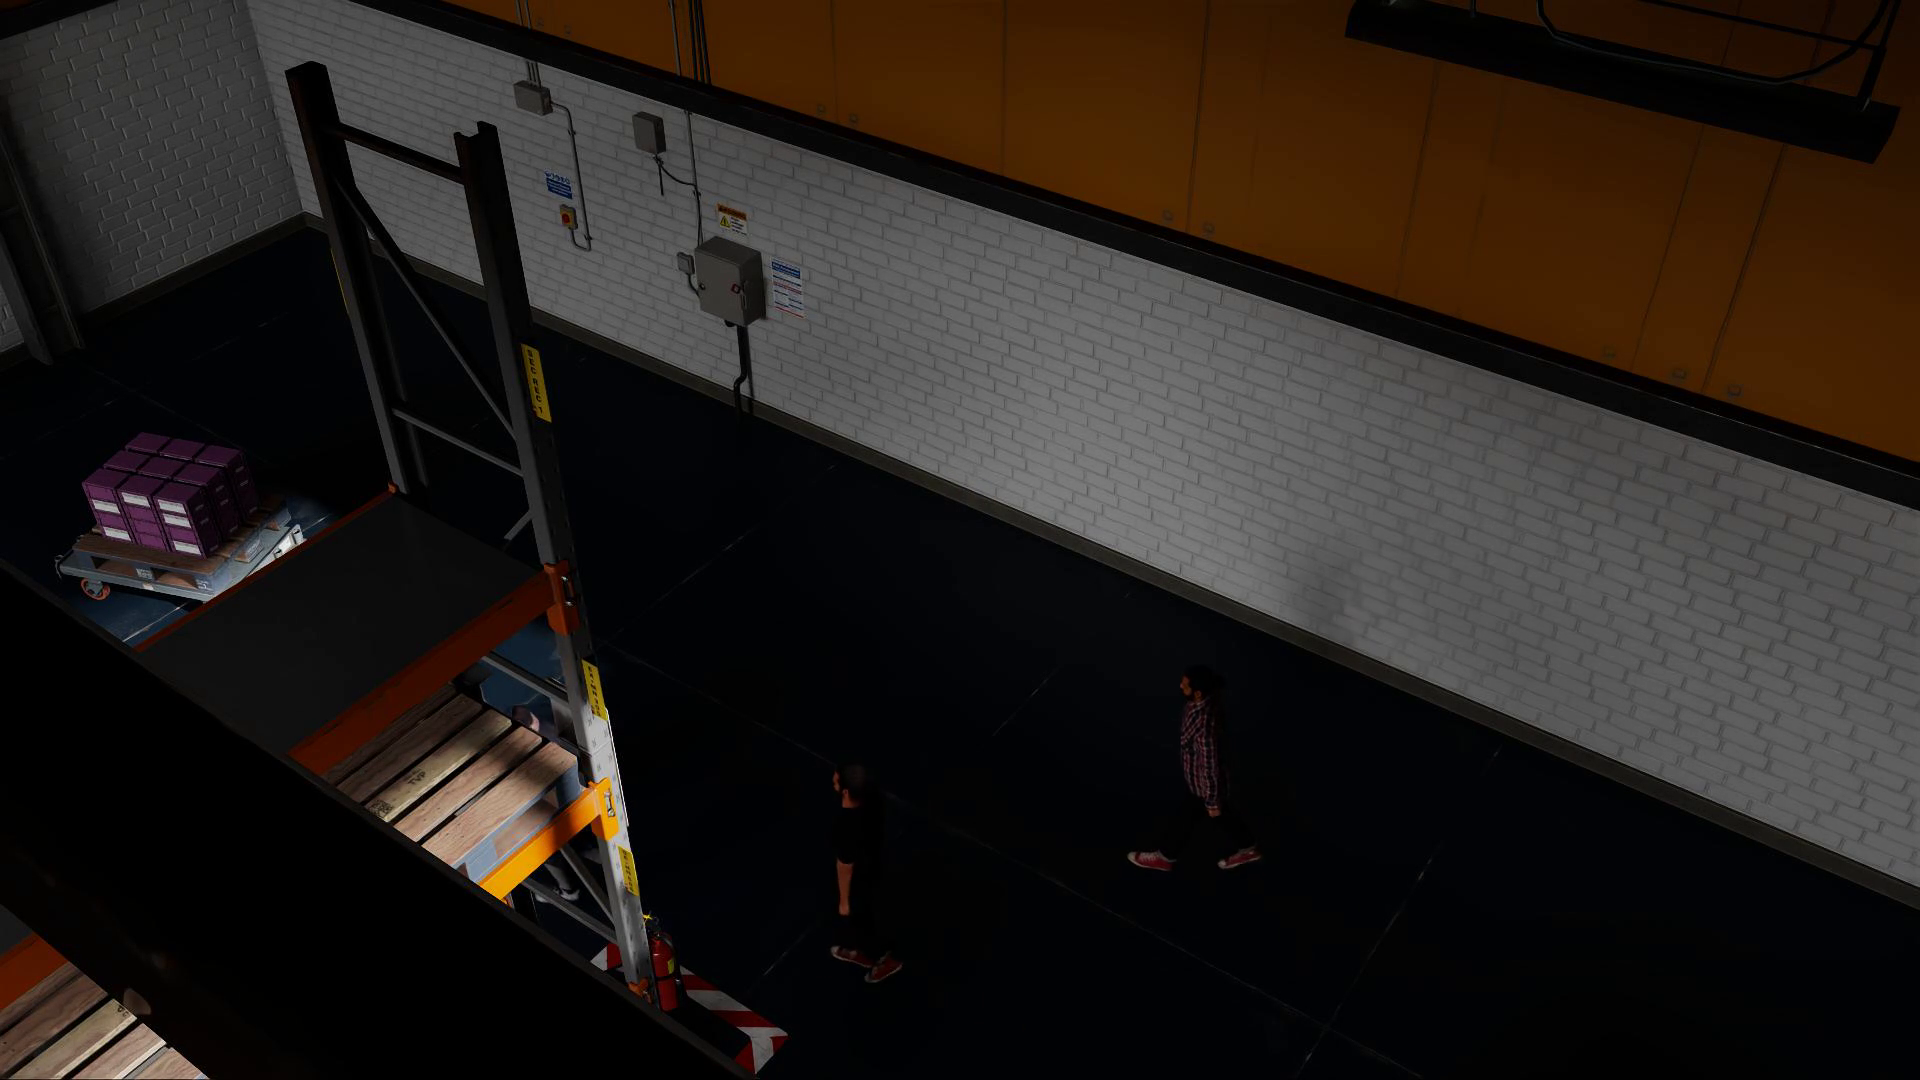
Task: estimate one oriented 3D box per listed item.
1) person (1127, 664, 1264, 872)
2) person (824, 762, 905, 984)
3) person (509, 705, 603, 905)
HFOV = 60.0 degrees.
[{"bbox_3d":[1.612,1.477,10.324,1.098,1.722,1.173,3,39,4],"label":"person"},{"bbox_3d":[-0.533,1.971,9.684,0.813,1.747,0.777,11,40,14],"label":"person"},{"bbox_3d":[-2.377,1.624,9.977,1.057,1.925,1.014,4,39,5],"label":"person"}]
